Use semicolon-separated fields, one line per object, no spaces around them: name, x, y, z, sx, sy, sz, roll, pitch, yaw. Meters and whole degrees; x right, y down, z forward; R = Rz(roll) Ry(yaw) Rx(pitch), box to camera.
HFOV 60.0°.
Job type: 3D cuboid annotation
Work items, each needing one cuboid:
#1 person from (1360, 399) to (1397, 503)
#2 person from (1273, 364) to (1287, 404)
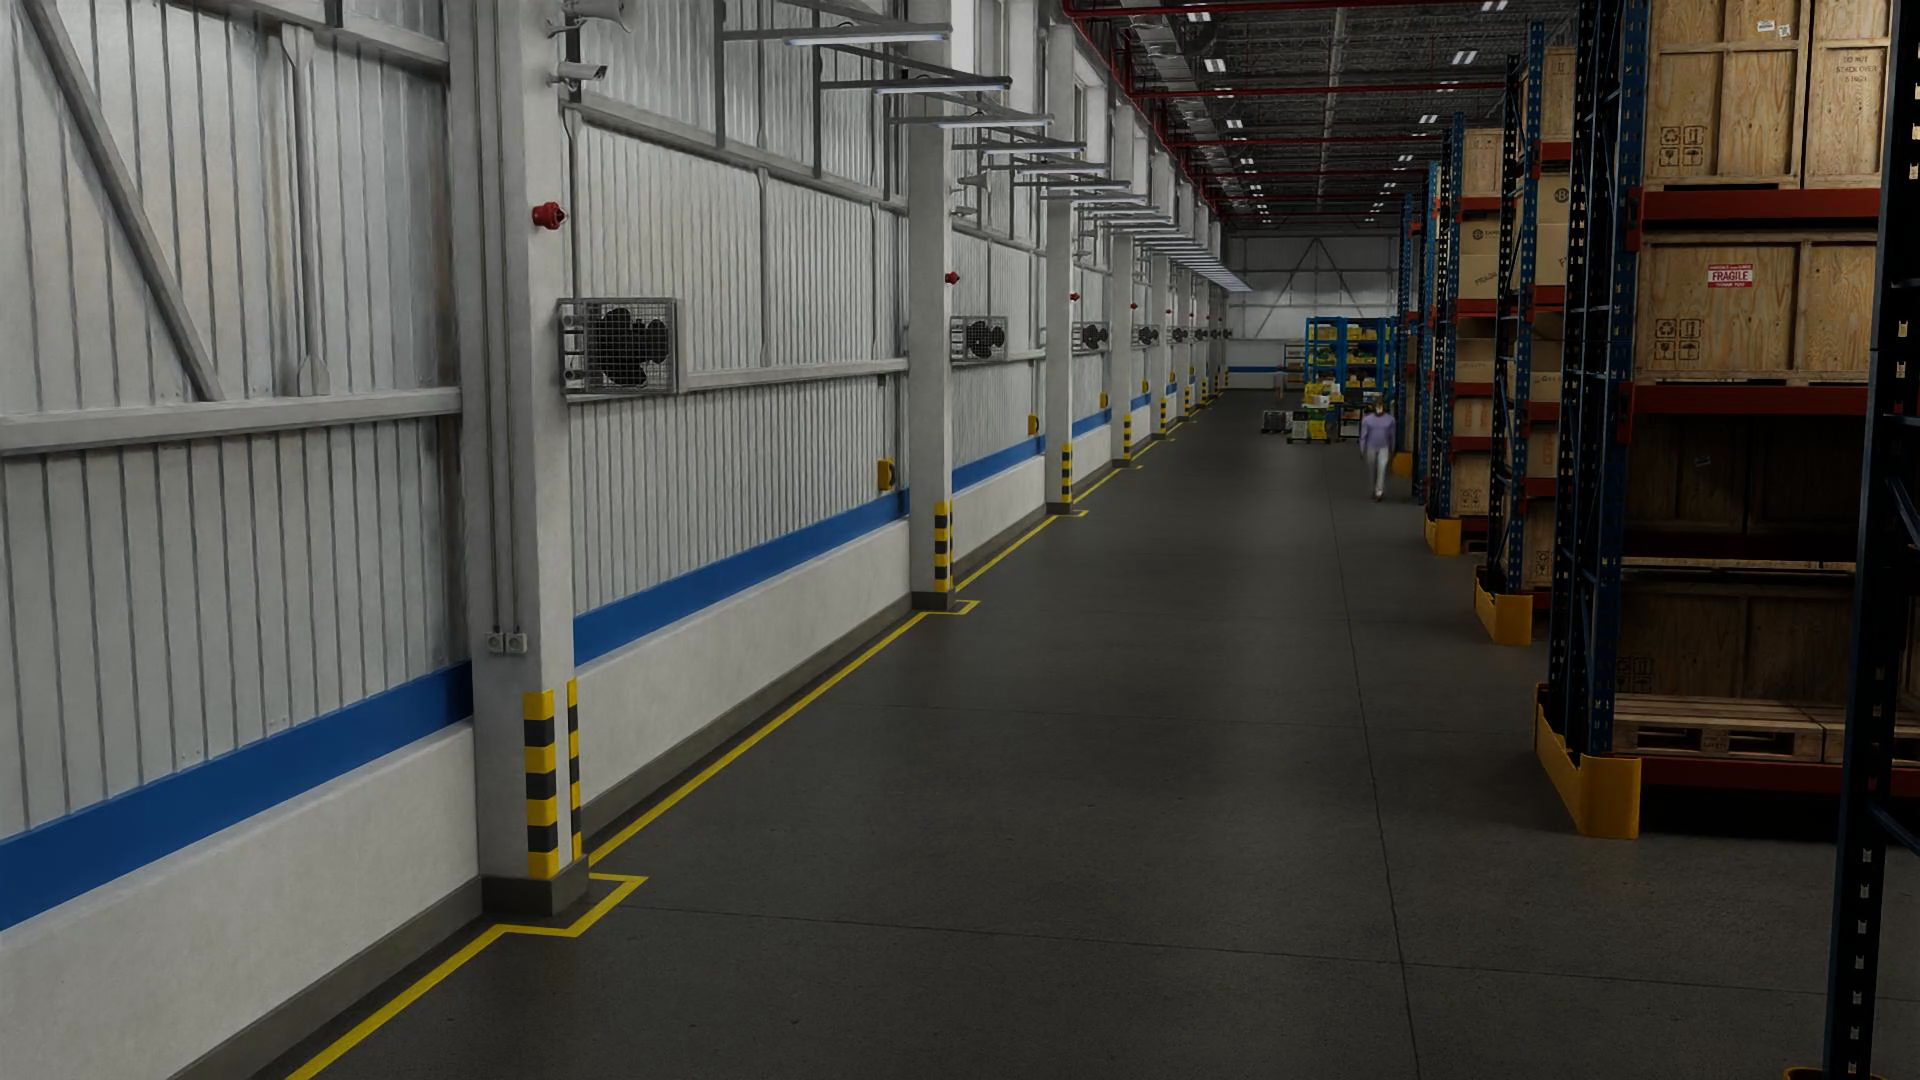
person;7.657;-1.645;30.462;0.638;1.898;1.009;2;7;17
person;13.743;-6.693;71.486;0.581;1.737;0.531;3;8;20
